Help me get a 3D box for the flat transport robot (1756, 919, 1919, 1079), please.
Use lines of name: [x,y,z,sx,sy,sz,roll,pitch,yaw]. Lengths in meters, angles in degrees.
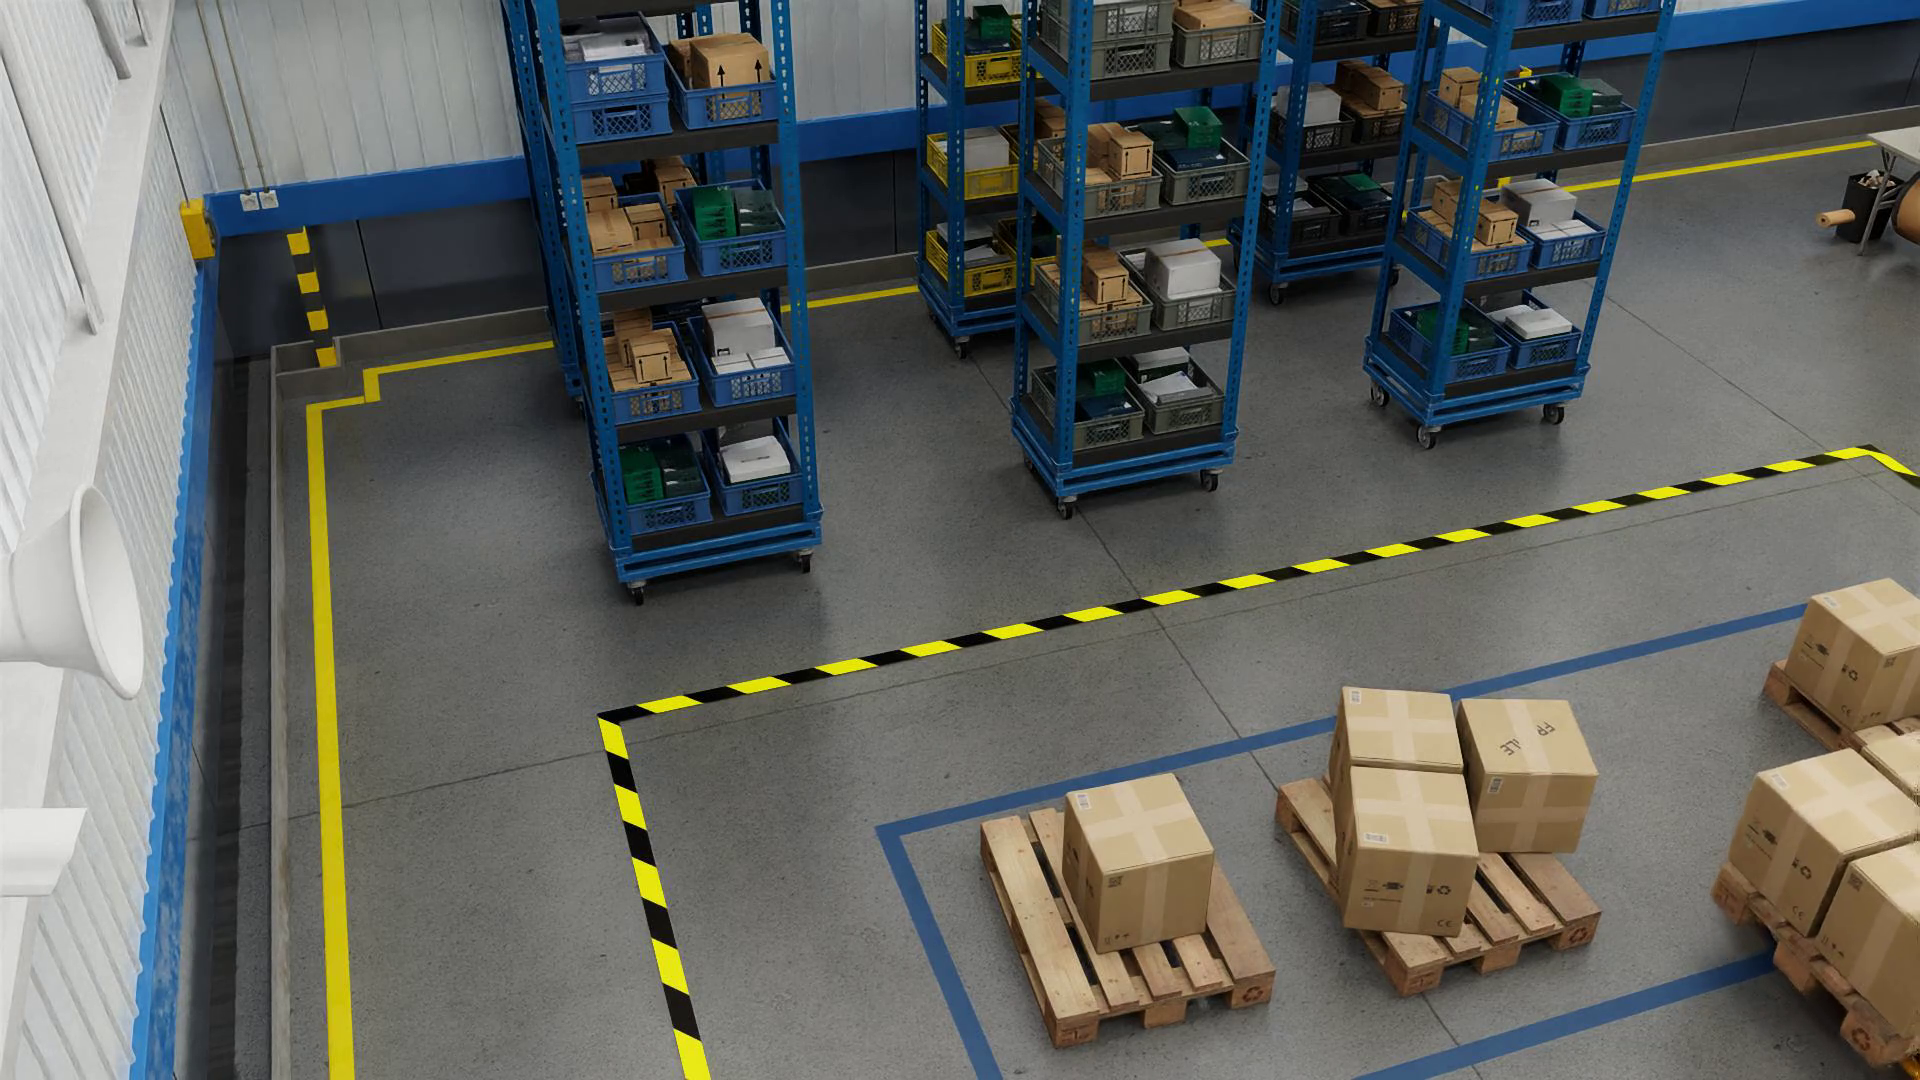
flat transport robot: [4.140,1.871,7.379,0.652,0.197,1.431,-11,37,-15]
